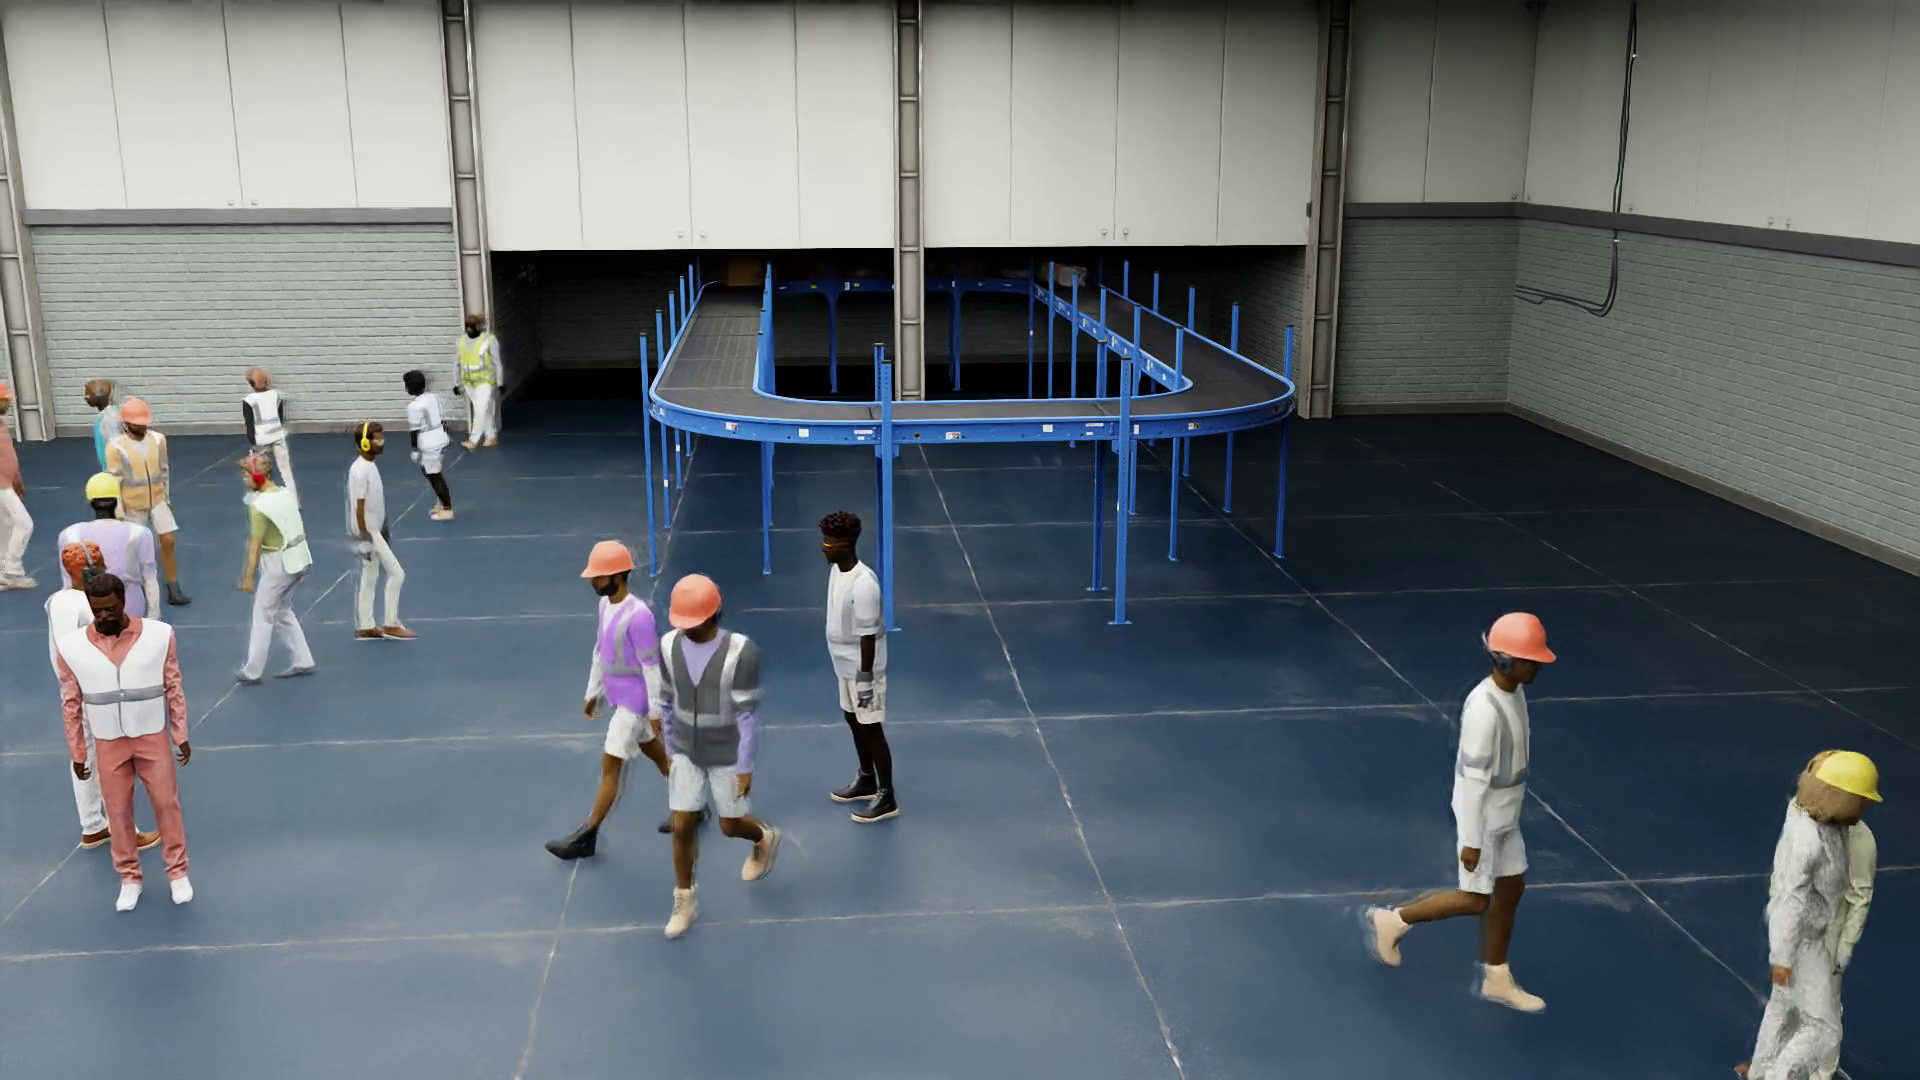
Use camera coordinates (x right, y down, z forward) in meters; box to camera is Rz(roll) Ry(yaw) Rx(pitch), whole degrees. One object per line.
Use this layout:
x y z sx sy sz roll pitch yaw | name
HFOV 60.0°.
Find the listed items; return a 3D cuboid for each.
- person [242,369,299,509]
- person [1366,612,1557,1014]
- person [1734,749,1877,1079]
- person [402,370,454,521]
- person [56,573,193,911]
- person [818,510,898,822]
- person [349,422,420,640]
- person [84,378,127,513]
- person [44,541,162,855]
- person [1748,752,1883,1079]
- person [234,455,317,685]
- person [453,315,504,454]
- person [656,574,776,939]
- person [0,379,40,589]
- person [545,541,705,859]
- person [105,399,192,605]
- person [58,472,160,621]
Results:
-7.744 -1.120 18.570 0.896 1.583 0.507 11 18 37 | person
2.464 1.294 8.049 0.807 2.014 0.632 9 16 31 | person
3.710 1.682 7.246 0.282 1.636 0.498 -4 15 -15 | person
-5.727 -1.009 17.943 0.432 1.664 0.528 1 14 5 | person
-4.545 1.084 9.095 0.604 1.906 0.405 -6 15 -23 | person
-0.653 0.766 10.290 0.410 1.951 0.616 -6 15 -23 | person
-4.761 -0.063 13.790 0.641 1.848 0.554 -3 14 -14 | person
-8.326 -0.672 16.275 0.404 1.827 0.535 -8 16 -30 | person
-5.068 0.928 9.763 0.575 1.882 0.359 8 16 29 | person
3.594 1.699 7.016 0.433 1.715 0.489 9 17 33 | person
-5.305 0.223 12.754 0.658 1.800 0.606 0 14 0 | person
-6.388 -2.058 21.880 0.652 1.791 0.970 5 15 18 | person
-1.291 1.082 8.927 0.613 1.999 0.802 5 15 18 | person
-8.752 -0.508 15.307 0.548 1.975 0.651 -5 15 -19 | person
-1.979 0.914 9.830 1.027 1.883 0.564 -8 16 -29 | person
-7.221 -0.318 14.750 0.810 1.884 0.566 11 18 38 | person
-5.816 0.503 11.423 0.610 1.903 0.682 -7 16 -26 | person
